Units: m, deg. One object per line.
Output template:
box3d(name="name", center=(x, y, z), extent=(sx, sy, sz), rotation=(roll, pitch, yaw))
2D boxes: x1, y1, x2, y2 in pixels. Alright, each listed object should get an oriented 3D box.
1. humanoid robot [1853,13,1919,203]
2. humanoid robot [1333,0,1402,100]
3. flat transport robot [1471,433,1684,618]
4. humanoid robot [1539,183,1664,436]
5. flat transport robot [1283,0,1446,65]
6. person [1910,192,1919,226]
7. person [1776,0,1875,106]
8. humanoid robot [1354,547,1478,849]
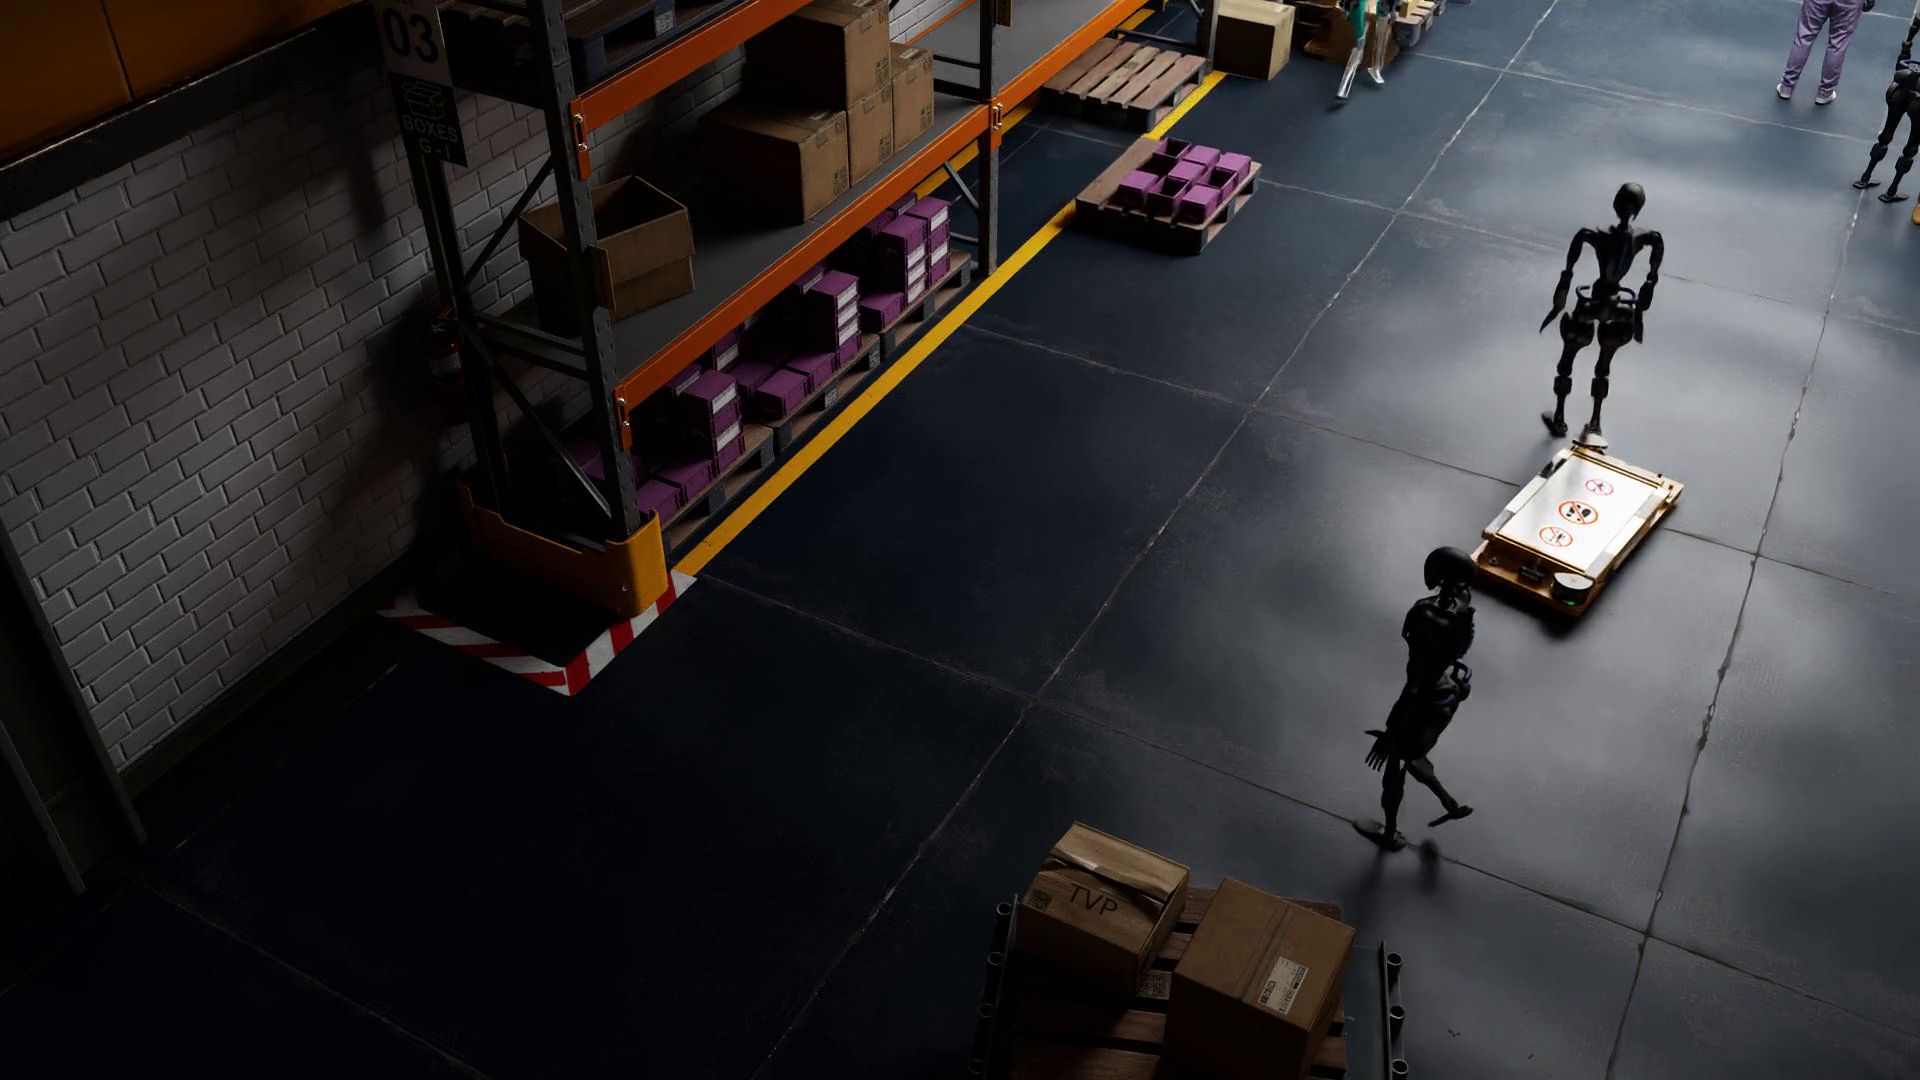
box3d(name="humanoid robot", center=(7.071, -3.317, 12.233), extent=(0.329, 1.653, 0.585), rotation=(-15, 41, -18))
box3d(name="humanoid robot", center=(3.387, -4.491, 13.691), extent=(0.564, 1.756, 1.013), rotation=(12, 40, 14))
box3d(name="flat transport robot", center=(3.481, -0.109, 9.356), extent=(0.659, 0.231, 1.431), rotation=(28, 46, 30))
box3d(name="humanoid robot", center=(3.741, -1.327, 9.751), extent=(0.588, 1.654, 0.337), rotation=(3, 39, 4))
box3d(name="flat transport robot", center=(3.669, -4.674, 15.062), extent=(0.659, 0.231, 1.431), rotation=(19, 42, 22))
box3d(name="person", center=(7.320, -3.106, 11.803), extent=(0.581, 1.892, 0.377), rotation=(7, 39, 9))
box3d(name="person", center=(7.144, -4.495, 13.535), extent=(0.639, 1.902, 0.410), rotation=(19, 42, 22))
box3d(name="humanoid robot", center=(2.045, 0.748, 7.164), extent=(0.465, 1.647, 0.603), rotation=(25, 45, 28))
